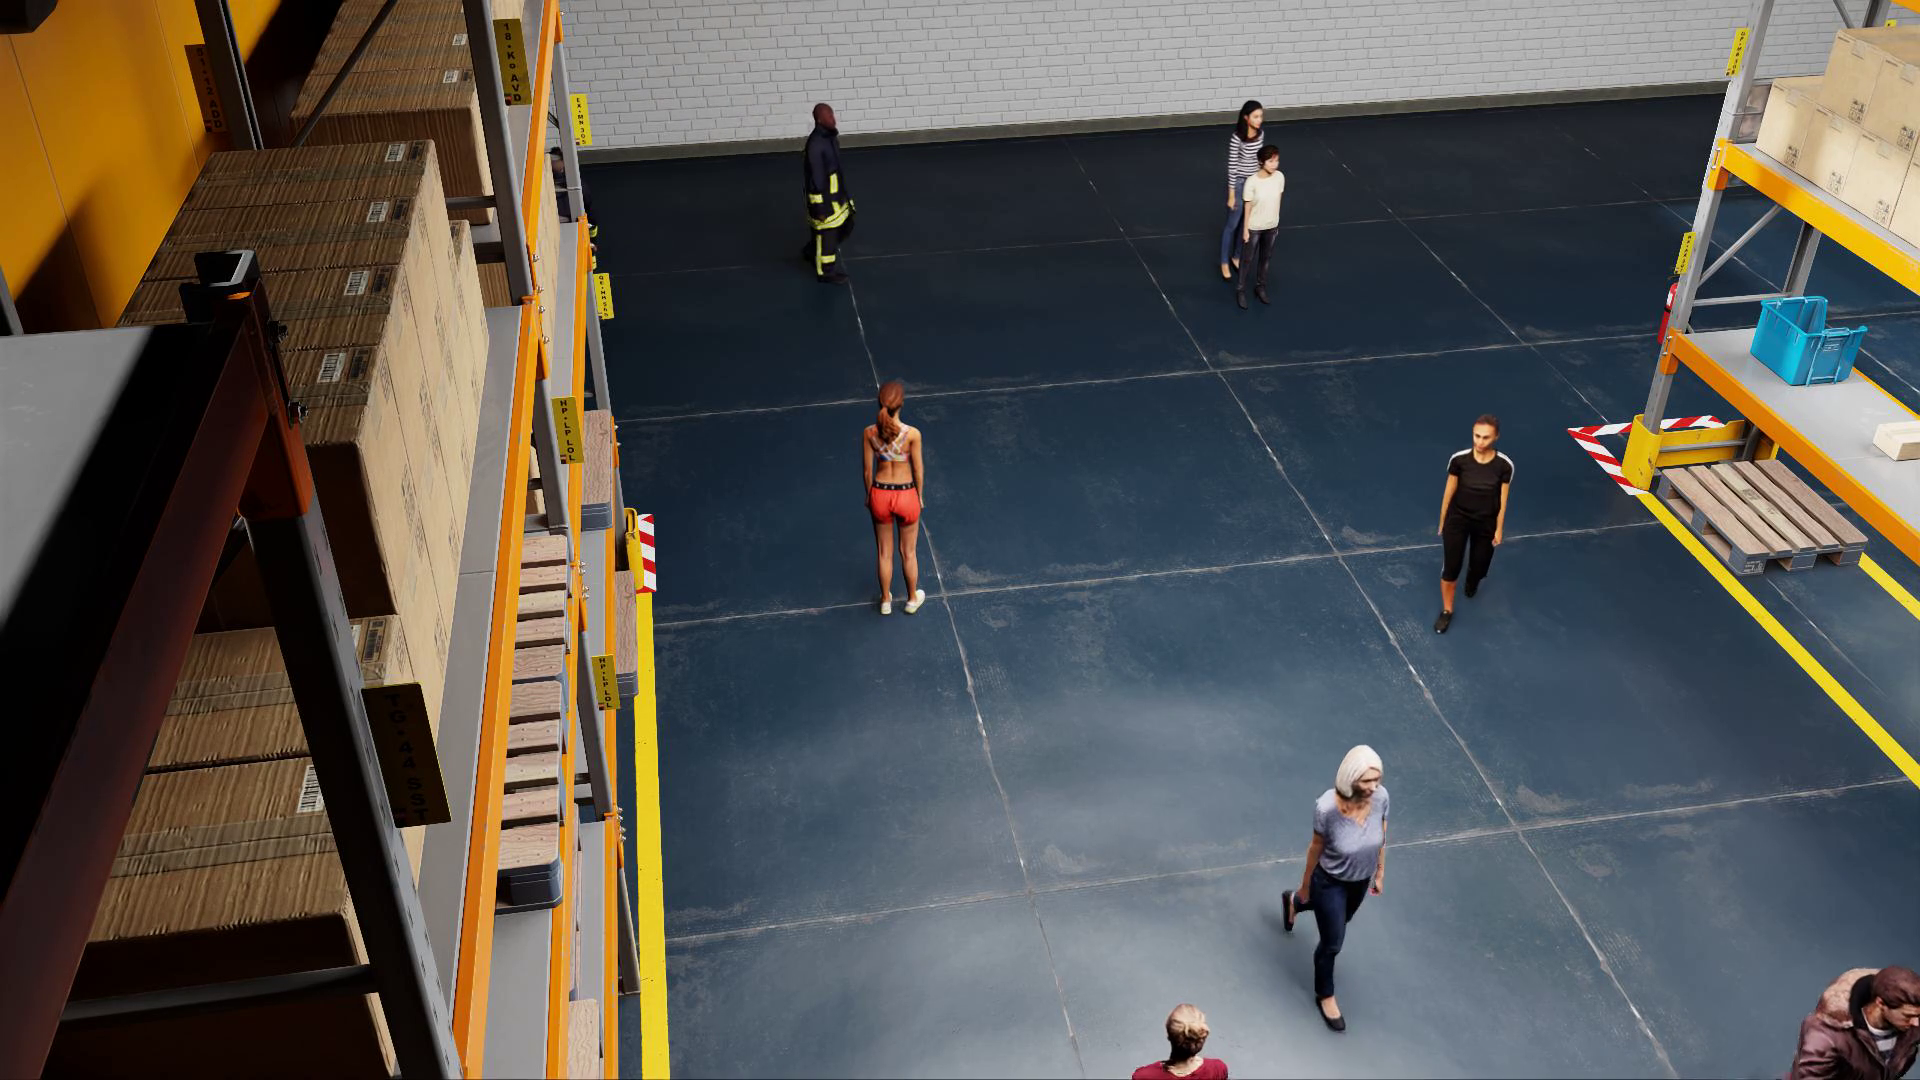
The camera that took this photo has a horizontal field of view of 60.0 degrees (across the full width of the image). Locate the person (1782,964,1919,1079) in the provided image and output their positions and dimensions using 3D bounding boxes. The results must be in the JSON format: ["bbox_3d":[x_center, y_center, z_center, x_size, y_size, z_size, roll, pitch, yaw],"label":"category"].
[{"bbox_3d":[3.777,2.436,7.337,0.777,1.828,0.750,-7,34,-10],"label":"person"}]

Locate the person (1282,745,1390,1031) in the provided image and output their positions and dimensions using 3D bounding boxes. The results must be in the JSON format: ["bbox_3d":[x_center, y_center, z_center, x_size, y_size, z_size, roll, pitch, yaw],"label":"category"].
[{"bbox_3d":[1.921,1.681,8.589,0.695,1.701,1.040,-11,35,-16],"label":"person"}]

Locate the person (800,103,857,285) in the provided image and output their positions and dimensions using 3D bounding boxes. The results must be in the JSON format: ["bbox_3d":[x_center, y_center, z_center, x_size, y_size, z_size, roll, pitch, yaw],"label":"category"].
[{"bbox_3d":[-1.391,-3.348,16.055,0.999,1.811,0.957,8,34,12],"label":"person"}]

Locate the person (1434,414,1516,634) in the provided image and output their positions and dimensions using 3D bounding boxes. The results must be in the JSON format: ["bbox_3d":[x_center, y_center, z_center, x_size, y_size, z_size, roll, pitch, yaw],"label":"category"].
[{"bbox_3d":[3.522,-0.153,11.390,0.830,1.655,0.928,14,36,19],"label":"person"}]

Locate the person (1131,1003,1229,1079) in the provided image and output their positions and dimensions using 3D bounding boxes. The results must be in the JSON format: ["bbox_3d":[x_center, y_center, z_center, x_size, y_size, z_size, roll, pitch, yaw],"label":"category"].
[{"bbox_3d":[0.901,2.661,7.138,0.708,1.673,0.995,-10,35,-15],"label":"person"}]

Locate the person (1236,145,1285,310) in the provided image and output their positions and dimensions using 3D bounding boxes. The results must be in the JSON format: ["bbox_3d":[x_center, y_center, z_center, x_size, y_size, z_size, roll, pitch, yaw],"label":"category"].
[{"bbox_3d":[2.831,-2.962,15.678,0.632,1.584,0.559,-14,36,-19],"label":"person"}]

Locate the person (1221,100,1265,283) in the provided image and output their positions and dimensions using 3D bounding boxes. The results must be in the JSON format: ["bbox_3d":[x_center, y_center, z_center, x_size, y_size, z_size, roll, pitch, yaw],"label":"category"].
[{"bbox_3d":[2.744,-3.388,16.129,0.668,1.795,0.675,-26,41,-33],"label":"person"}]

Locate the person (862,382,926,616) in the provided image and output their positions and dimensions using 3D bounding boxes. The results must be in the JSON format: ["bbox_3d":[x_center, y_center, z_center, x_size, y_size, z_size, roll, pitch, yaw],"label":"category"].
[{"bbox_3d":[-0.454,-0.270,11.442,0.626,1.791,0.630,4,34,6],"label":"person"}]

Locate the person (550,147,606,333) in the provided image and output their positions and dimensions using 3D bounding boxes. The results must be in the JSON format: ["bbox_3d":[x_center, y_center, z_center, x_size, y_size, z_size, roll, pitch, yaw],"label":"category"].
[{"bbox_3d":[-3.545,-2.669,14.988,0.821,1.860,0.785,-15,36,-21],"label":"person"}]
